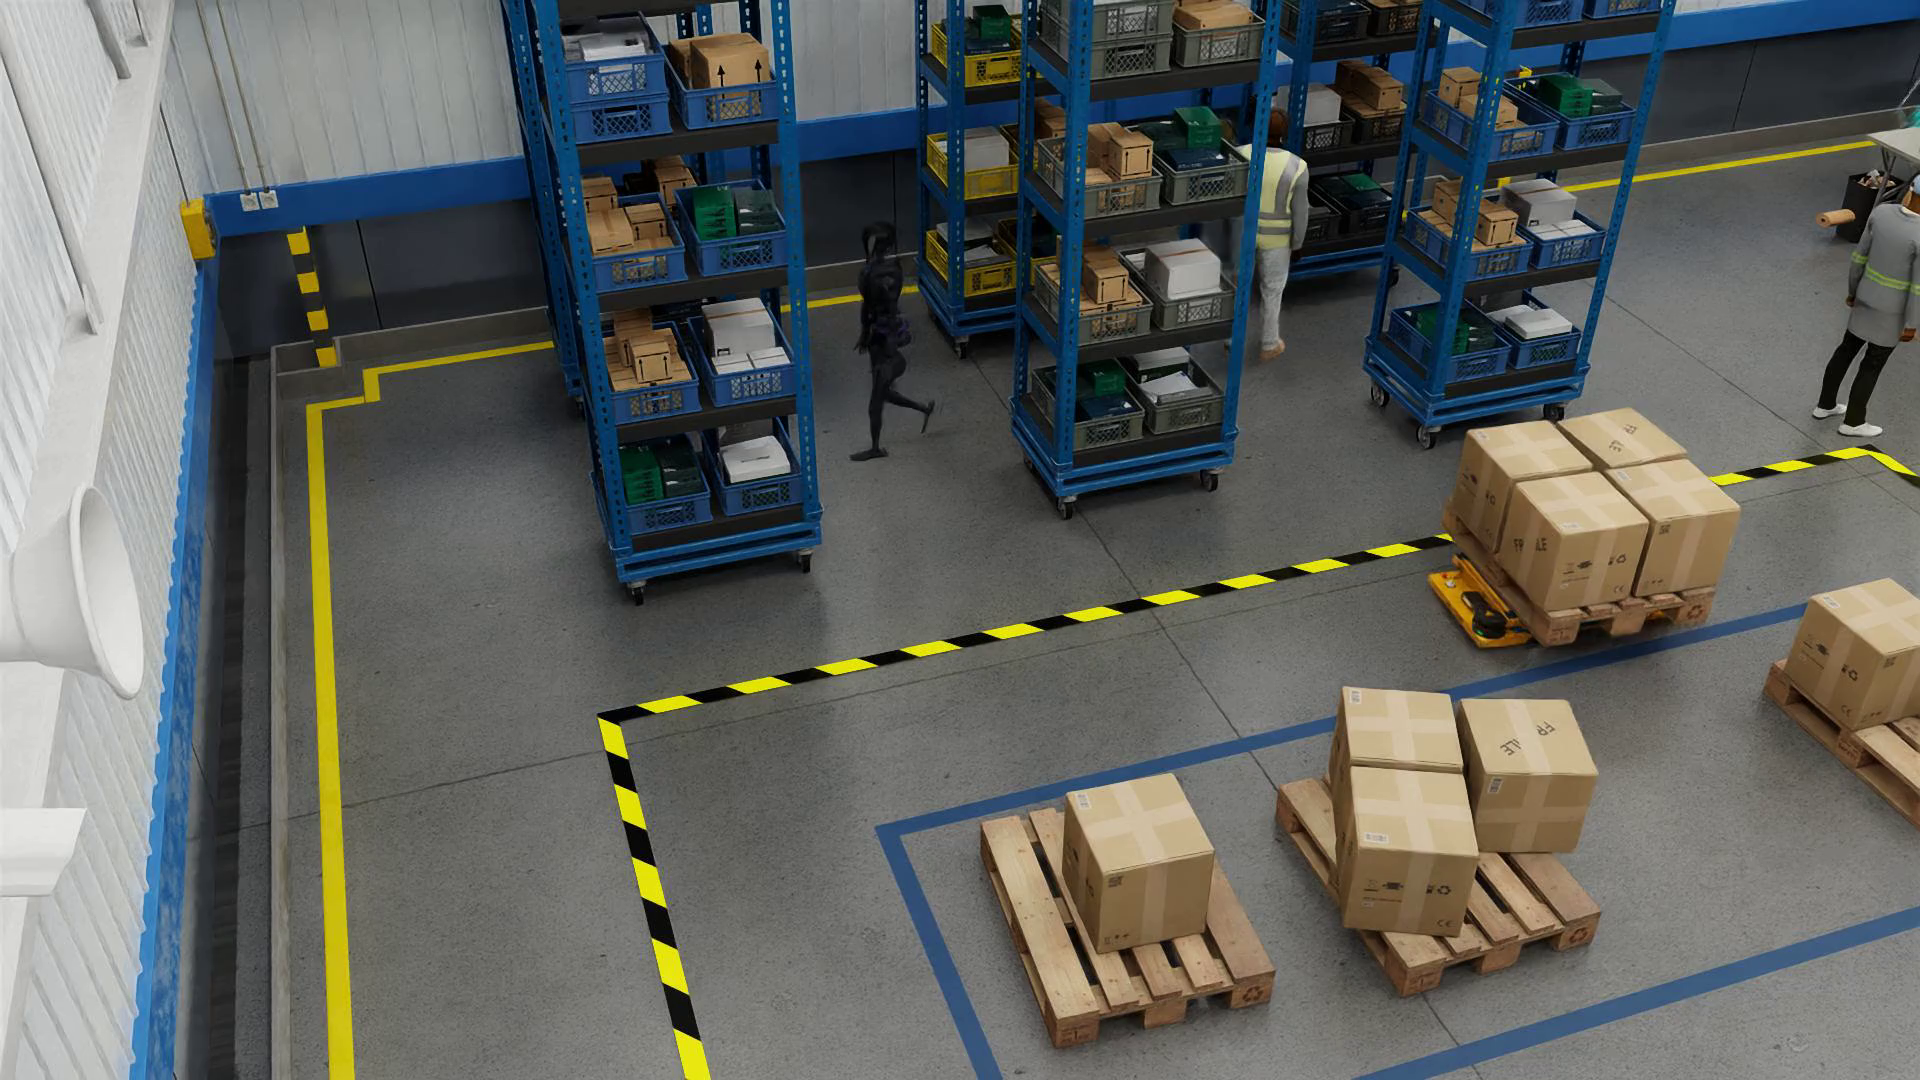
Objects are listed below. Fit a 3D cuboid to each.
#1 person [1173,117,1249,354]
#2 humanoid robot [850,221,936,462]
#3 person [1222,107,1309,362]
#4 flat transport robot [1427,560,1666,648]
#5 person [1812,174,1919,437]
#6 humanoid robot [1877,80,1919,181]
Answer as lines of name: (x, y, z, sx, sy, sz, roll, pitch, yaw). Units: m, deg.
person: (1.705, -2.014, 11.520, 0.631, 1.874, 1.052, 18, 39, 23)
humanoid robot: (-0.427, -1.269, 10.651, 0.642, 1.638, 0.601, -11, 37, -16)
person: (2.134, -2.147, 11.736, 0.633, 1.839, 0.429, 17, 39, 23)
flat transport robot: (3.528, 0.262, 9.660, 1.431, 0.197, 0.652, -8, 36, -11)
person: (6.067, -1.553, 10.884, 0.388, 1.849, 0.597, -10, 37, -14)
humanoid robot: (8.261, -3.824, 14.242, 0.901, 1.808, 0.546, -9, 36, -12)
